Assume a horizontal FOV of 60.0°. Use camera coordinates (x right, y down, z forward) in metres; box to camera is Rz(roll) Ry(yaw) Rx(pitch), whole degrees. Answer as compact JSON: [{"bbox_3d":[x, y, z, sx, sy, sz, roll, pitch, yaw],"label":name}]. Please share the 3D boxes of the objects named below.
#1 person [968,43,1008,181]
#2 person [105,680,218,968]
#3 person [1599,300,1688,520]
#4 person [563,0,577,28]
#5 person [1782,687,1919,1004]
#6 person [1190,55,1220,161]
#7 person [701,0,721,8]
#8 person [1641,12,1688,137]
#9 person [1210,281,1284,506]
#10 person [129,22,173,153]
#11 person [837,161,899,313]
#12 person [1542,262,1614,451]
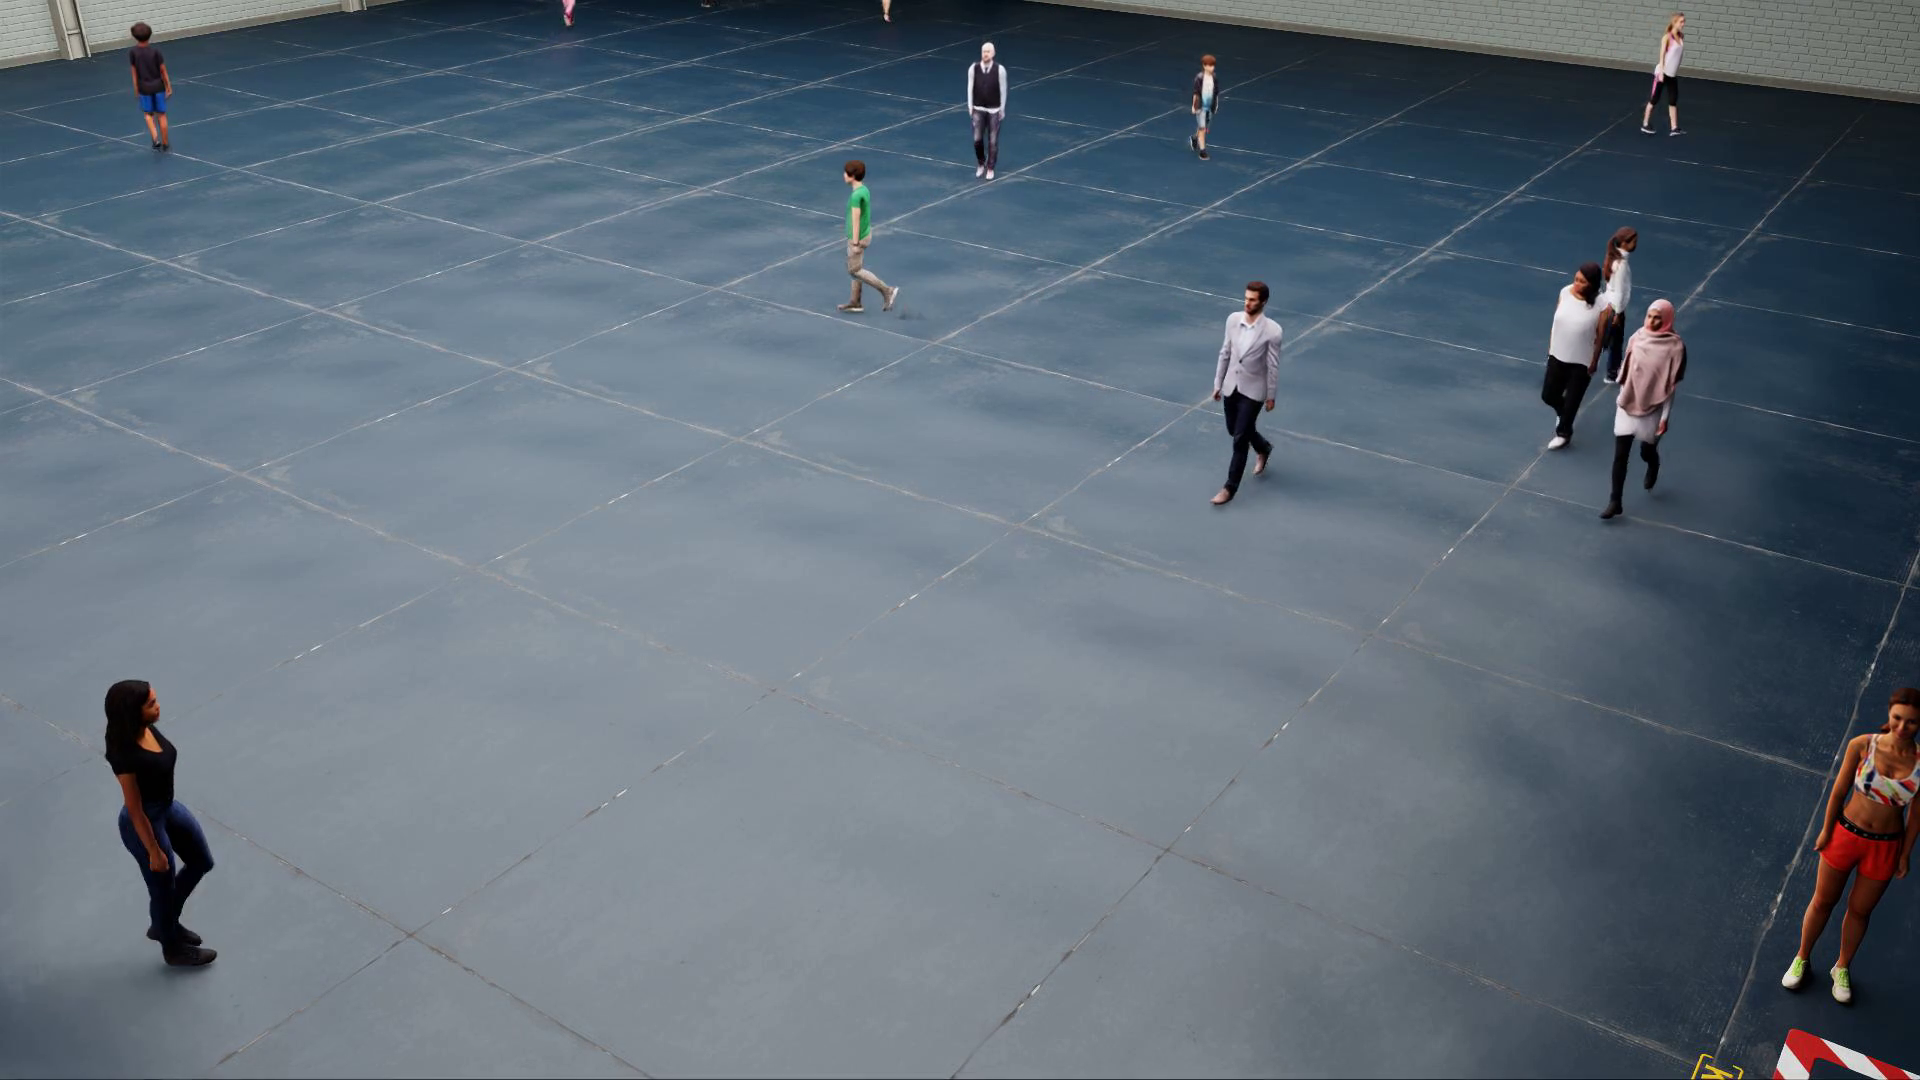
[{"bbox_3d":[0.395,-5.774,22.370,0.793,1.811,0.790,4,27,7],"label":"person"},{"bbox_3d":[-4.164,1.470,8.399,0.789,1.722,0.726,-3,27,-6],"label":"person"},{"bbox_3d":[5.474,-1.047,13.219,0.706,1.785,1.065,23,35,37],"label":"person"},{"bbox_3d":[-7.685,-10.755,32.465,0.795,1.426,1.002,4,28,8],"label":"person"},{"bbox_3d":[4.496,1.500,8.264,0.606,1.792,0.592,13,30,24],"label":"person"},{"bbox_3d":[3.416,-6.116,23.454,0.909,1.426,0.876,-11,29,-21],"label":"person"},{"bbox_3d":[-4.966,-11.478,33.024,0.786,1.706,0.590,14,30,25],"label":"person"},{"bbox_3d":[10.358,-6.879,24.573,1.050,1.758,0.994,-13,30,-24],"label":"person"},{"bbox_3d":[2.376,-1.241,13.550,1.206,1.827,0.841,-24,36,-38],"label":"person"},{"bbox_3d":[-11.484,-6.405,23.622,0.697,1.787,0.802,-12,30,-22],"label":"person"},{"bbox_3d":[-0.983,-3.164,17.496,0.898,1.632,0.951,4,28,8],"label":"person"},{"bbox_3d":[5.366,-1.624,14.457,0.825,1.676,0.776,-20,33,-33],"label":"person"}]
